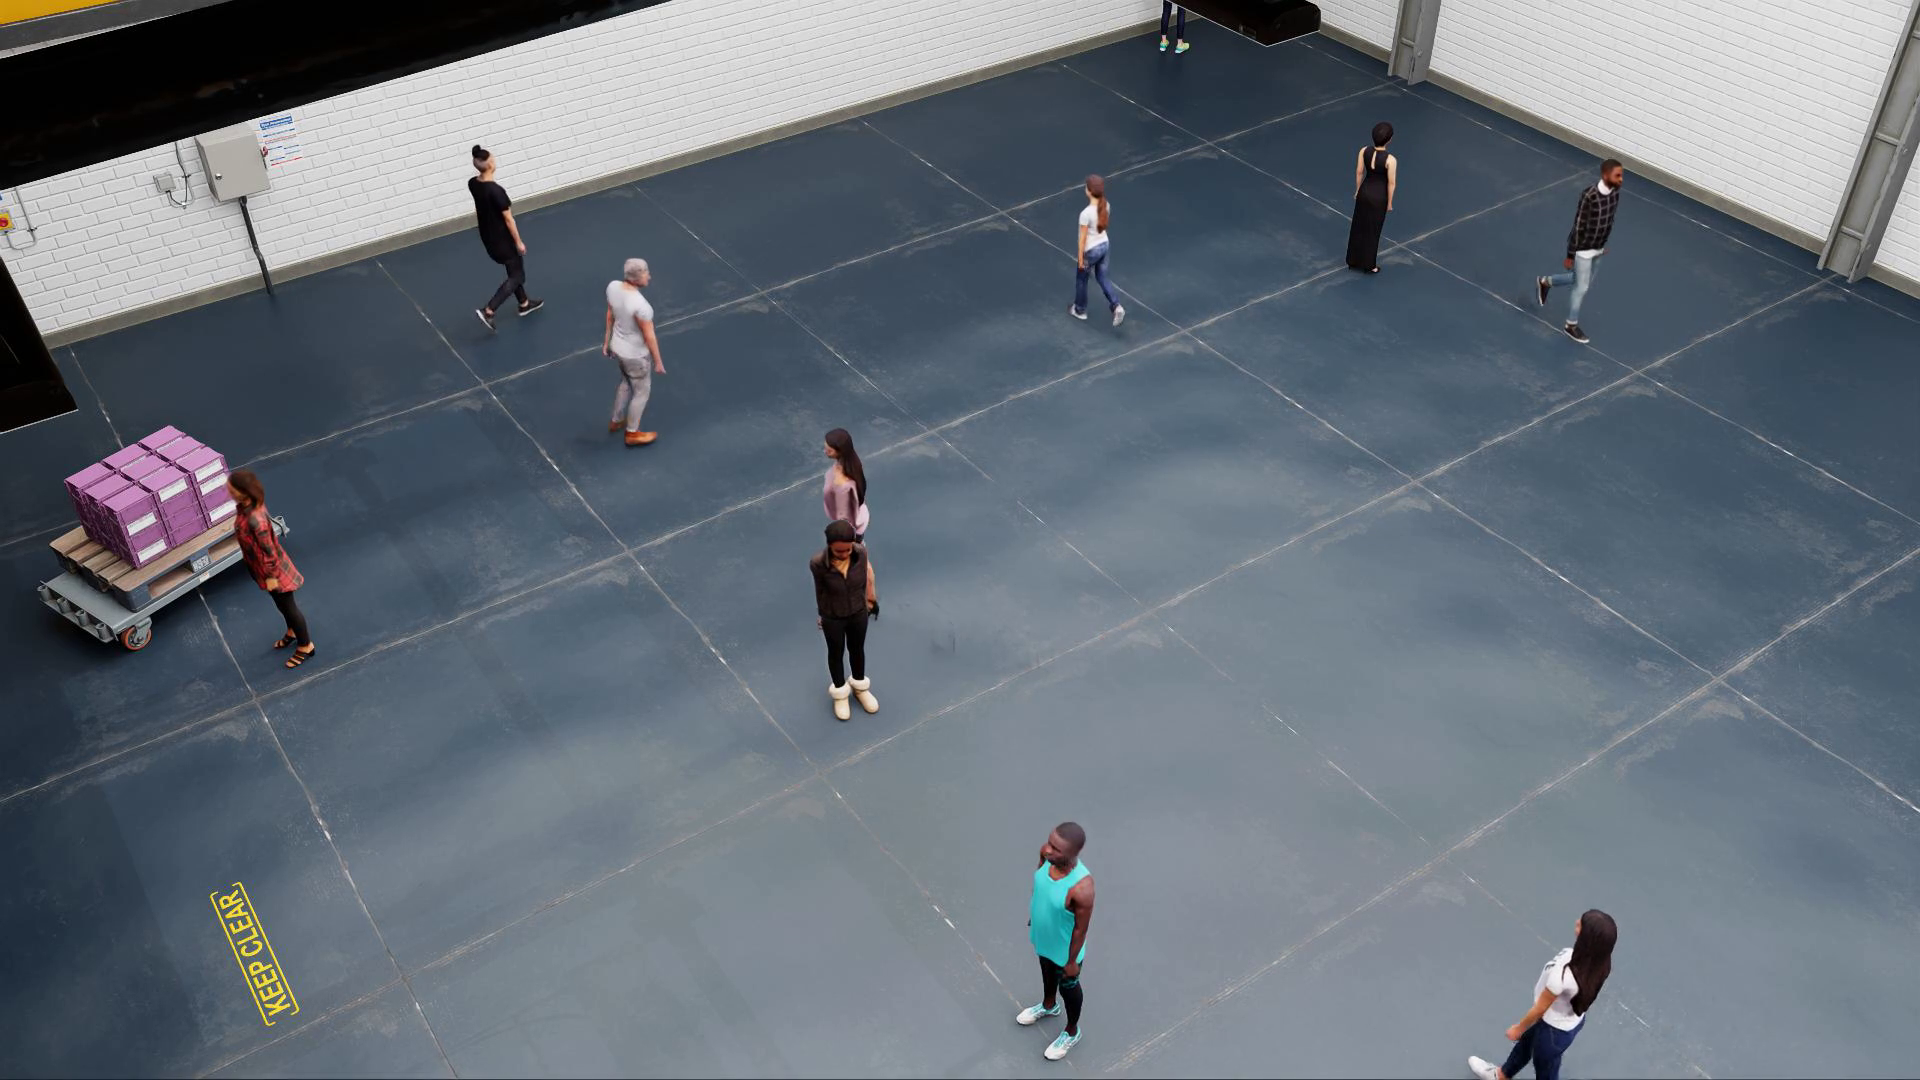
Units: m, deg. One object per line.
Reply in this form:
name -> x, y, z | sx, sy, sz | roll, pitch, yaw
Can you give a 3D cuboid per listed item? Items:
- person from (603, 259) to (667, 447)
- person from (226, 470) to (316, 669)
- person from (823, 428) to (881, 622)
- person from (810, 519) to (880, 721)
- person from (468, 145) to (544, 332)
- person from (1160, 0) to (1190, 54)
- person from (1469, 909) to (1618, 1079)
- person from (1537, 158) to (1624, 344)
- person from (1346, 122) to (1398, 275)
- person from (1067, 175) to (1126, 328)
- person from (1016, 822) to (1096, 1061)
person -> -2.853, -1.577, 14.178 | 0.623, 1.780, 0.858 | 23, 44, 26
person -> -4.994, 0.183, 12.036 | 0.656, 1.703, 0.468 | -24, 44, -27
person -> -0.729, -0.066, 12.275 | 0.872, 1.794, 0.816 | 9, 39, 11
person -> -0.821, 0.501, 11.672 | 0.650, 1.660, 0.603 | -23, 44, -26
person -> -4.378, -2.844, 15.710 | 0.837, 1.849, 0.980 | -31, 48, -33
person -> 2.749, -7.055, 21.100 | 0.624, 1.702, 0.737 | 17, 42, 20
person -> 3.259, 2.668, 8.892 | 0.697, 1.744, 1.142 | -31, 48, -33
person -> 5.844, -2.801, 15.697 | 0.699, 1.798, 1.036 | -21, 43, -24
person -> 4.116, -3.412, 16.617 | 0.521, 1.604, 0.681 | 29, 47, 31
person -> 1.322, -2.736, 15.815 | 0.537, 1.549, 0.923 | -26, 45, -29
person -> 0.571, 2.232, 9.384 | 0.670, 1.811, 0.452 | -21, 43, -24
